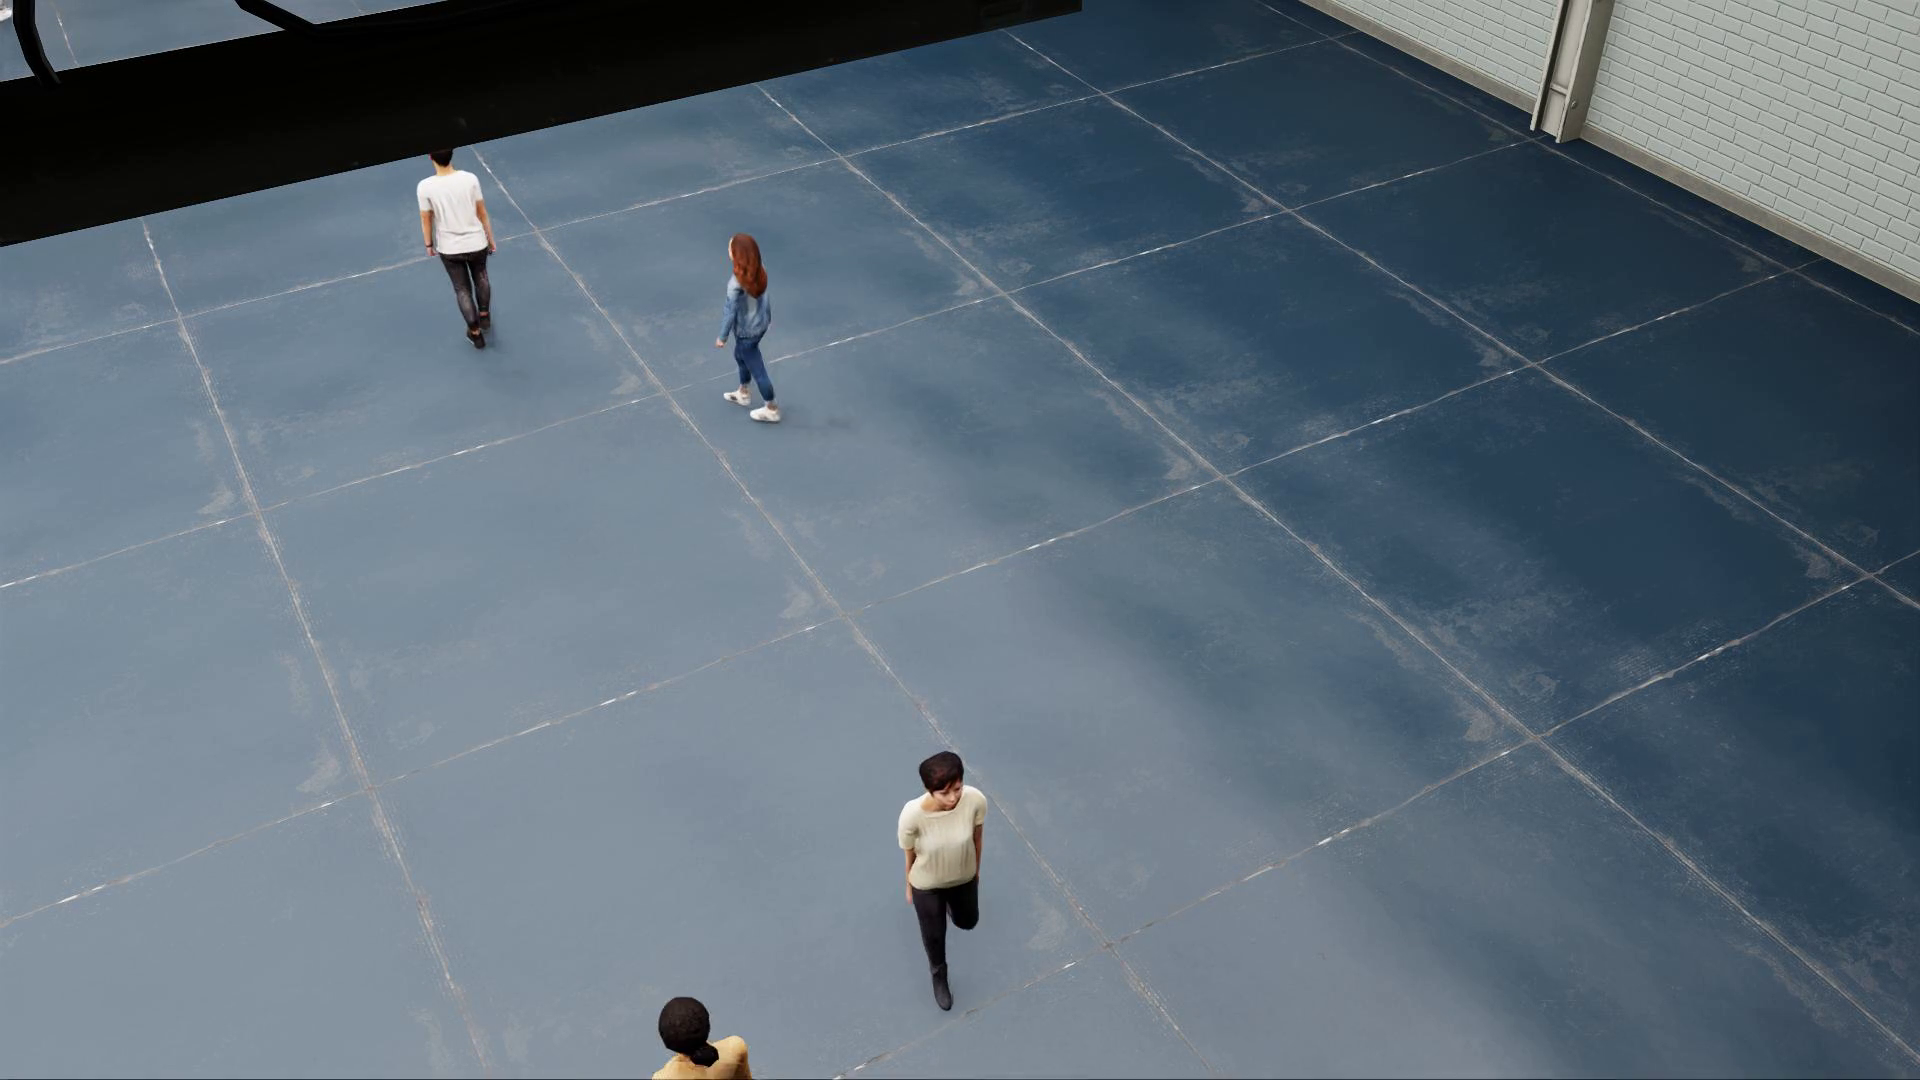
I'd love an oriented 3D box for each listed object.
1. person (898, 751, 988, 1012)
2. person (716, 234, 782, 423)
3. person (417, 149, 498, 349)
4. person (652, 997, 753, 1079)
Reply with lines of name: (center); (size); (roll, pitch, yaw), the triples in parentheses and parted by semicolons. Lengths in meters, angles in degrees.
person: (-0.104, 1.550, 7.926); (0.686, 1.572, 0.860); (-12, 40, -14)
person: (-1.435, -1.487, 11.900); (0.871, 1.459, 0.799); (12, 39, 14)
person: (-3.789, -2.243, 12.664); (0.691, 1.709, 0.761); (-16, 41, -20)
person: (-0.973, 2.447, 6.720); (0.599, 1.646, 0.790); (-18, 42, -22)
